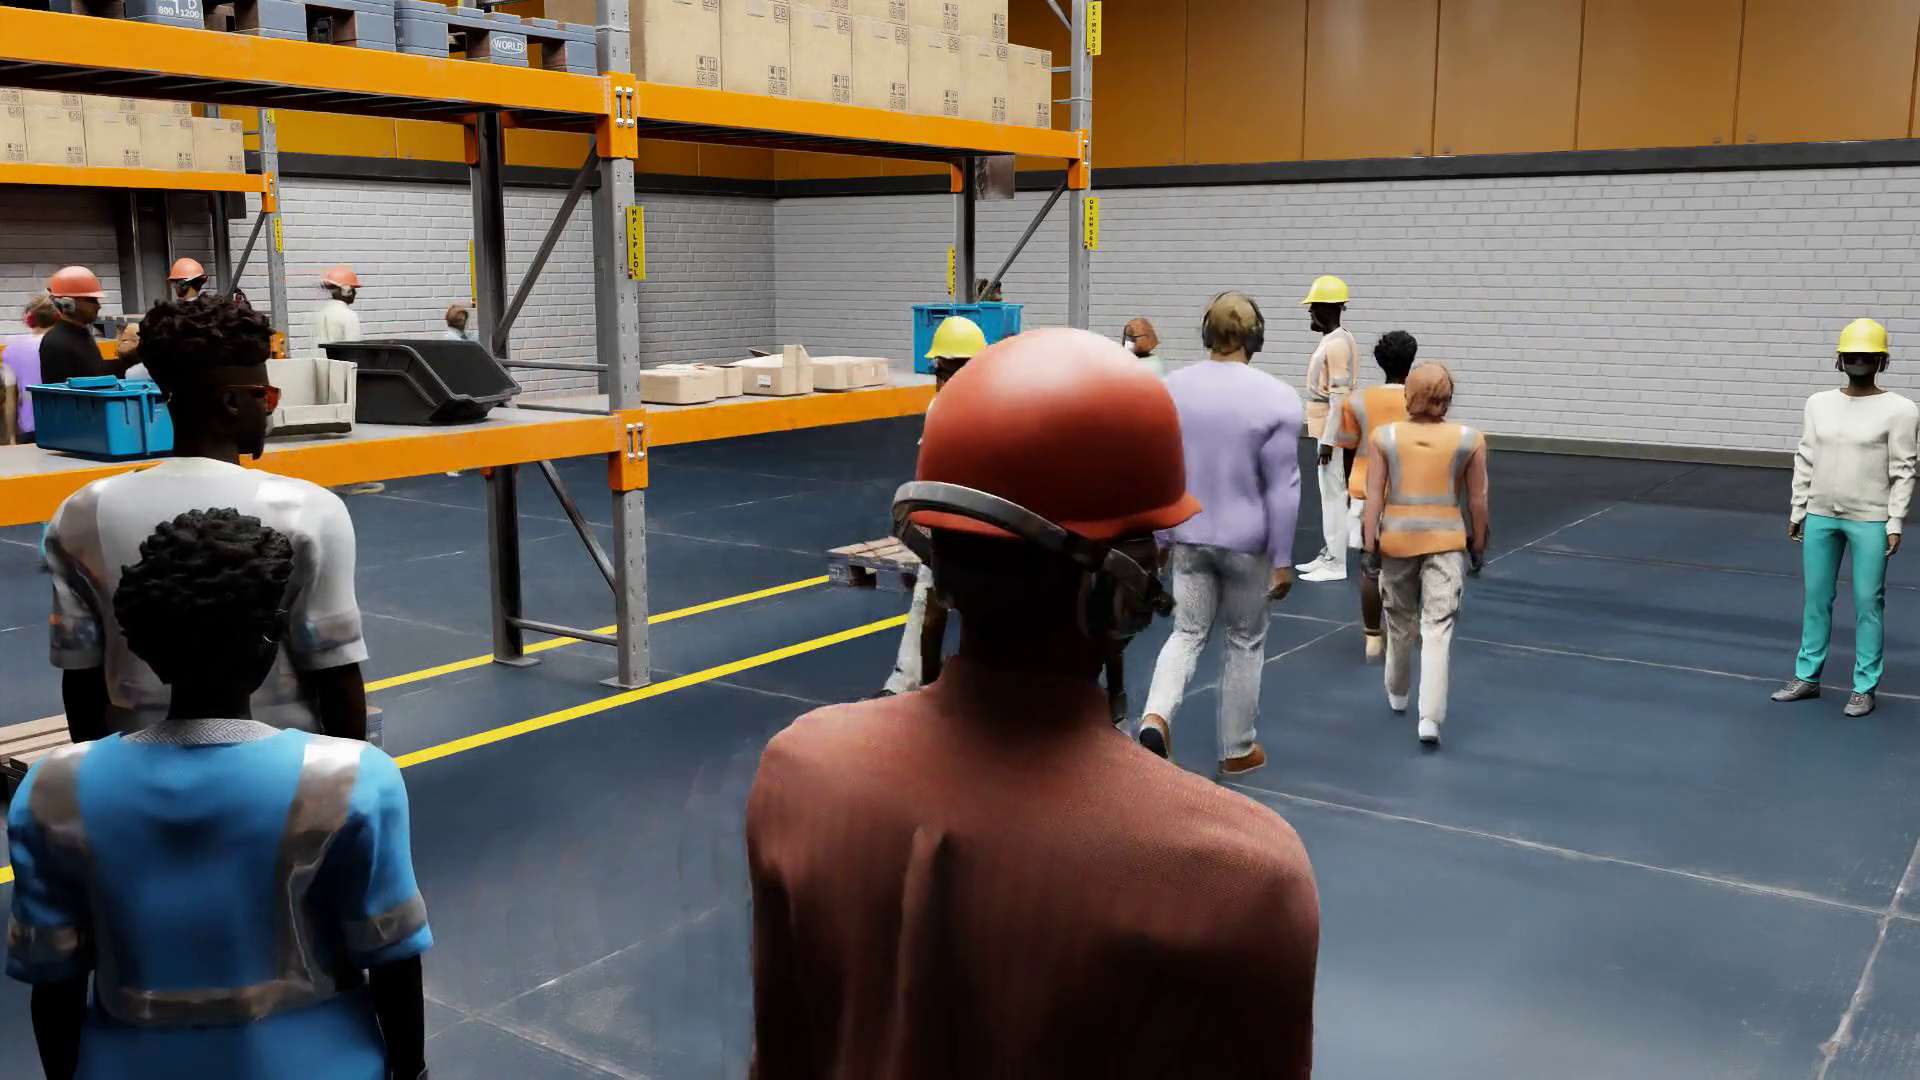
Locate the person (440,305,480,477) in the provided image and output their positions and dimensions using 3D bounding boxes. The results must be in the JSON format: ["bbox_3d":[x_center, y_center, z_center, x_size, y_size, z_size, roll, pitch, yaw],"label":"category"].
[{"bbox_3d":[-4.732,-1.418,15.825,0.314,1.629,0.660,2,10,12],"label":"person"}]

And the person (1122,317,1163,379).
[{"bbox_3d":[1.251,-0.762,11.809,0.319,1.629,0.524,-4,10,-25],"label":"person"}]

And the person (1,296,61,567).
[{"bbox_3d":[-6.052,-0.732,11.159,0.579,1.788,1.015,-1,10,-5],"label":"person"}]

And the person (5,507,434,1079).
[{"bbox_3d":[-0.989,0.799,2.300,0.540,1.697,0.317,-1,10,-5],"label":"person"}]

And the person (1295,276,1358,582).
[{"bbox_3d":[2.324,-0.696,10.518,0.374,1.928,0.584,2,10,11],"label":"person"}]

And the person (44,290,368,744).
[{"bbox_3d":[-1.457,0.496,3.313,0.608,1.963,0.369,1,10,3],"label":"person"}]

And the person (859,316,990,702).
[{"bbox_3d":[0.001,-0.081,7.317,0.946,1.782,0.589,-8,12,-40],"label":"person"}]

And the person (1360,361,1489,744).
[{"bbox_3d":[1.982,0.041,7.108,0.531,1.599,0.864,3,10,15],"label":"person"}]

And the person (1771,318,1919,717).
[{"bbox_3d":[3.975,-0.102,7.452,0.300,1.772,0.528,-7,12,-34],"label":"person"}]

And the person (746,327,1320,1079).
[{"bbox_3d":[-0.001,0.798,1.533,0.622,1.975,0.829,7,12,35],"label":"person"}]

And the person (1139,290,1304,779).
[{"bbox_3d":[0.958,0.022,6.285,0.639,1.916,0.785,6,11,32],"label":"person"}]

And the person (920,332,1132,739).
[{"bbox_3d":[0.156,0.430,4.037,0.535,1.853,0.653,1,10,9],"label":"person"}]

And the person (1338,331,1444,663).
[{"bbox_3d":[2.226,-0.243,8.591,0.540,1.657,0.837,3,10,19],"label":"person"}]

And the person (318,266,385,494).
[{"bbox_3d":[-5.300,-1.352,14.257,0.624,1.980,0.635,-9,13,-42],"label":"person"}]

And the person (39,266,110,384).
[{"bbox_3d":[-5.009,-0.562,9.519,0.394,1.991,0.623,-2,10,-10],"label":"person"}]

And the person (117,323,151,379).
[{"bbox_3d":[-5.243,-0.584,10.798,0.354,1.614,0.535,-1,10,-8],"label":"person"}]

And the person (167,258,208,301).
[{"bbox_3d":[-6.576,-1.391,14.314,0.373,2.044,0.606,1,10,5],"label":"person"}]

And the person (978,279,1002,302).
[{"bbox_3d":[0.299,-1.589,16.085,0.495,1.854,0.512,0,10,-1],"label":"person"}]
